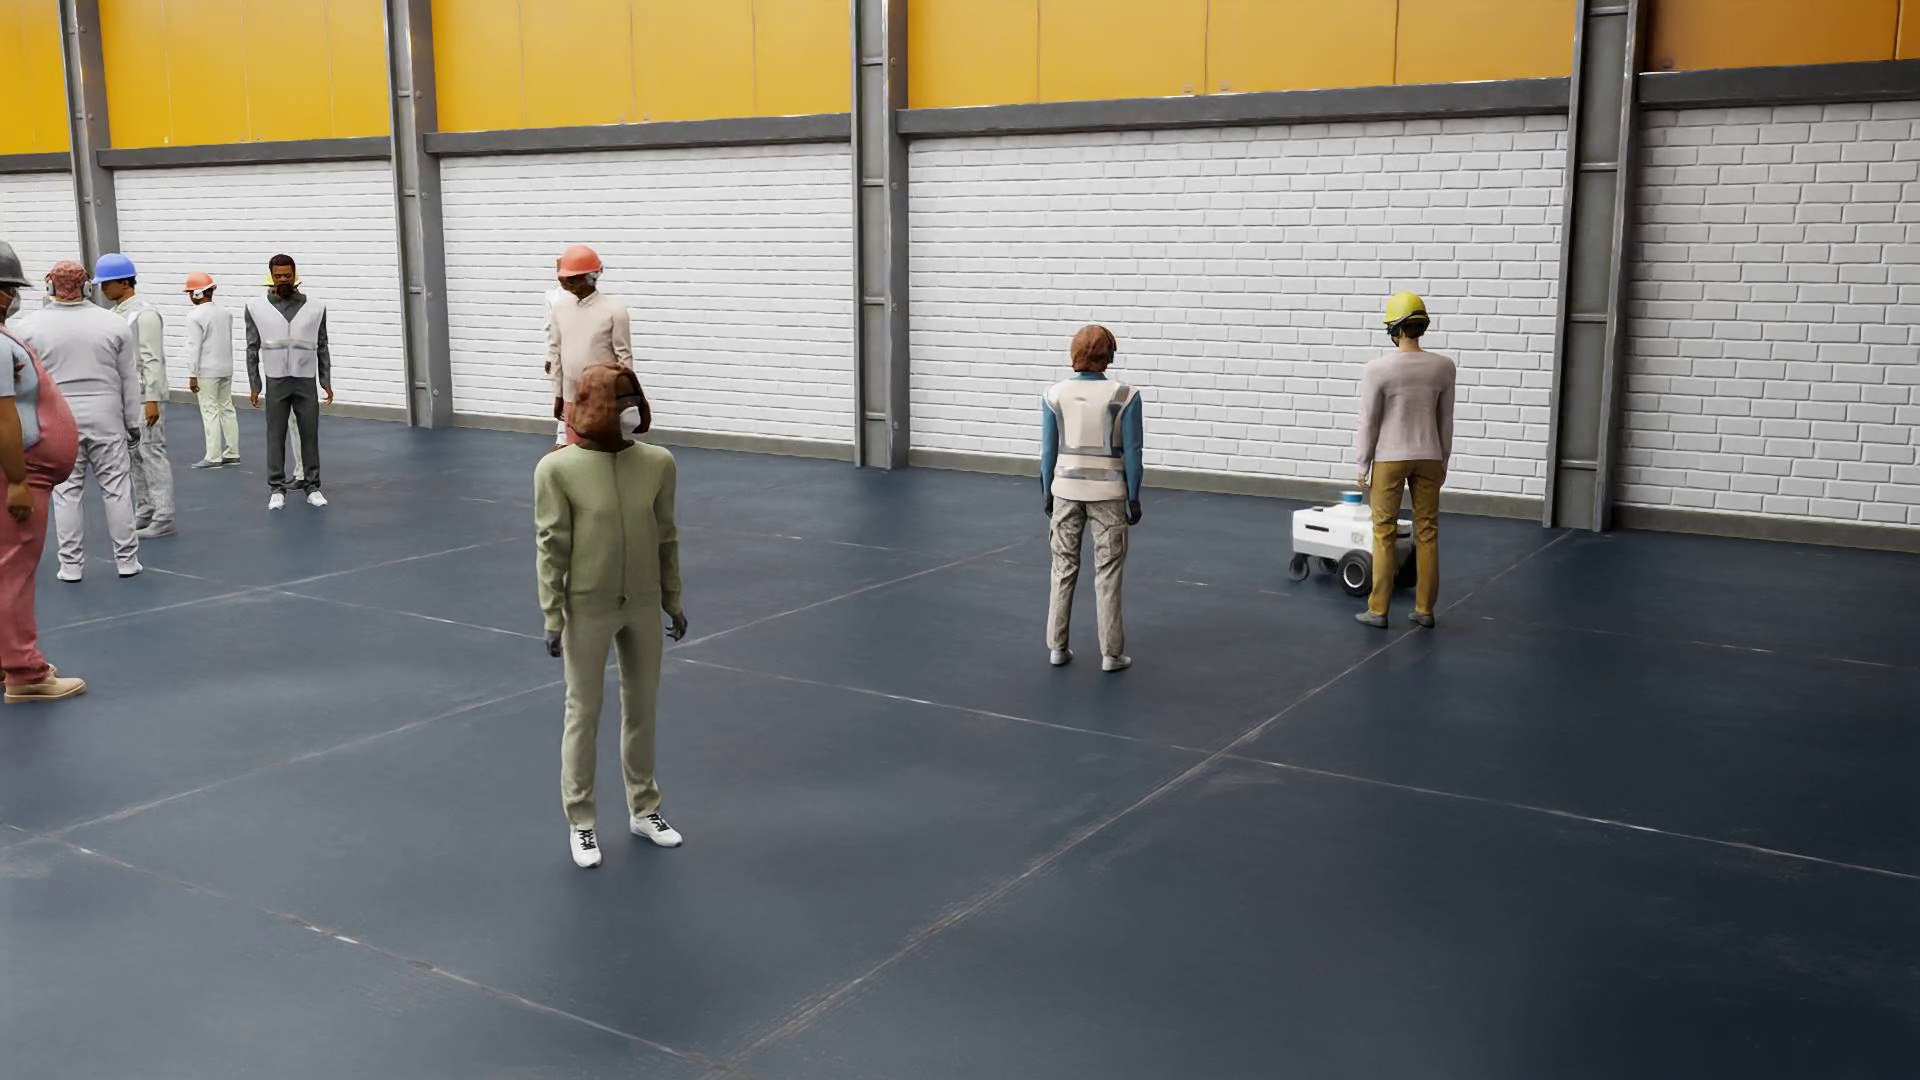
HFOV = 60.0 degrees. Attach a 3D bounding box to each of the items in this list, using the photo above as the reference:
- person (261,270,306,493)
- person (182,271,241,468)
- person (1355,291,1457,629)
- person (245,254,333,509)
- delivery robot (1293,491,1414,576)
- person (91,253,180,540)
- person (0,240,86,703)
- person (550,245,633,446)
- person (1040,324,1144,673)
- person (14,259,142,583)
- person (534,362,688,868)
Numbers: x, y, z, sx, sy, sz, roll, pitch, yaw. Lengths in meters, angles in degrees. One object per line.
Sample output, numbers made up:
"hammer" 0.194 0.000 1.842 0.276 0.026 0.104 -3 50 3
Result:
"person" -5.401 -1.302 13.421 0.404 1.830 0.603 -4 11 -23
"person" -6.699 -1.512 14.831 0.351 1.744 0.566 2 10 11
"person" 2.310 -0.407 8.679 0.524 1.761 0.338 -2 10 -8
"person" -5.080 -1.200 12.616 0.598 1.917 0.375 -6 12 -29
"delivery robot" 2.288 -0.040 9.710 0.477 0.478 0.707 -8 13 -36
"person" -5.622 -0.973 11.329 0.620 1.935 0.419 8 13 38
"person" -4.201 -0.314 7.372 0.536 2.000 0.677 -9 14 -42
"person" -2.489 -0.973 11.171 0.612 1.986 0.400 4 11 22
"person" 0.613 -0.192 7.845 0.514 1.633 0.316 5 11 26
"person" -5.209 -0.699 9.876 0.641 1.909 0.409 -6 12 -30
"person" -1.132 0.235 5.445 0.507 1.636 0.273 -8 13 -37
